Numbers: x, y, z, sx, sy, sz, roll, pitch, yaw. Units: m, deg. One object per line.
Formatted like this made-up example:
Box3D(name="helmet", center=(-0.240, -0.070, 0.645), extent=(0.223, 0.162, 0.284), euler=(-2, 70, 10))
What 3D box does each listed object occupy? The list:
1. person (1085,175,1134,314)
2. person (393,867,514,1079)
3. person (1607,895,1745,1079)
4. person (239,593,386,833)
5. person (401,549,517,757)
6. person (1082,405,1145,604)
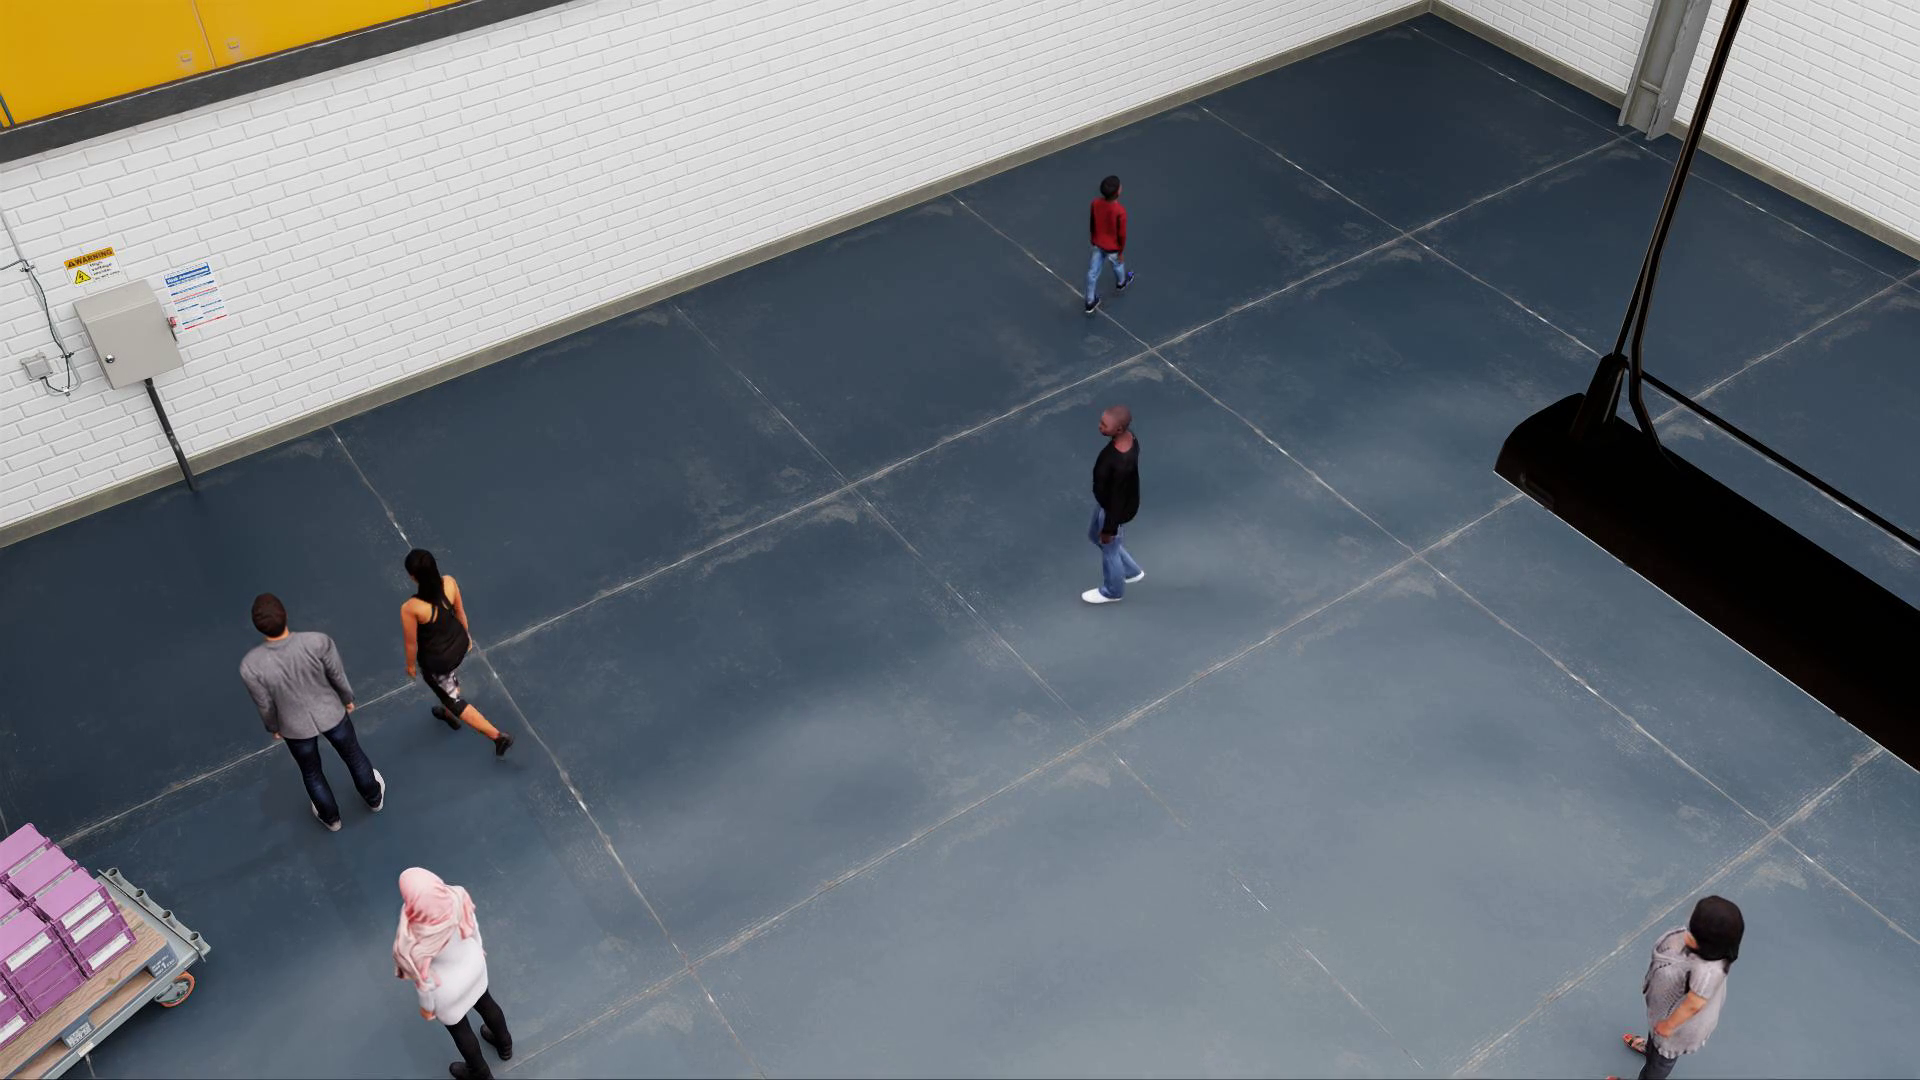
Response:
Box3D(name="person", center=(1.193, -2.441, 13.855), extent=(0.862, 1.221, 0.782), euler=(23, 48, 22))
Box3D(name="person", center=(-2.596, 2.234, 8.526), extent=(0.738, 1.804, 0.725), euler=(22, 48, 21))
Box3D(name="person", center=(3.729, 2.347, 8.544), extent=(0.769, 1.614, 0.733), euler=(24, 49, 23))
Box3D(name="person", center=(-3.803, 1.017, 9.752), extent=(0.688, 1.874, 0.608), euler=(-22, 48, -22))
Box3D(name="person", center=(-3.135, 0.716, 10.236), extent=(1.100, 1.642, 0.884), euler=(20, 47, 20))
Box3D(name="person", center=(1.118, -0.226, 11.158), extent=(0.816, 1.735, 0.751), euler=(1, 44, 1))
